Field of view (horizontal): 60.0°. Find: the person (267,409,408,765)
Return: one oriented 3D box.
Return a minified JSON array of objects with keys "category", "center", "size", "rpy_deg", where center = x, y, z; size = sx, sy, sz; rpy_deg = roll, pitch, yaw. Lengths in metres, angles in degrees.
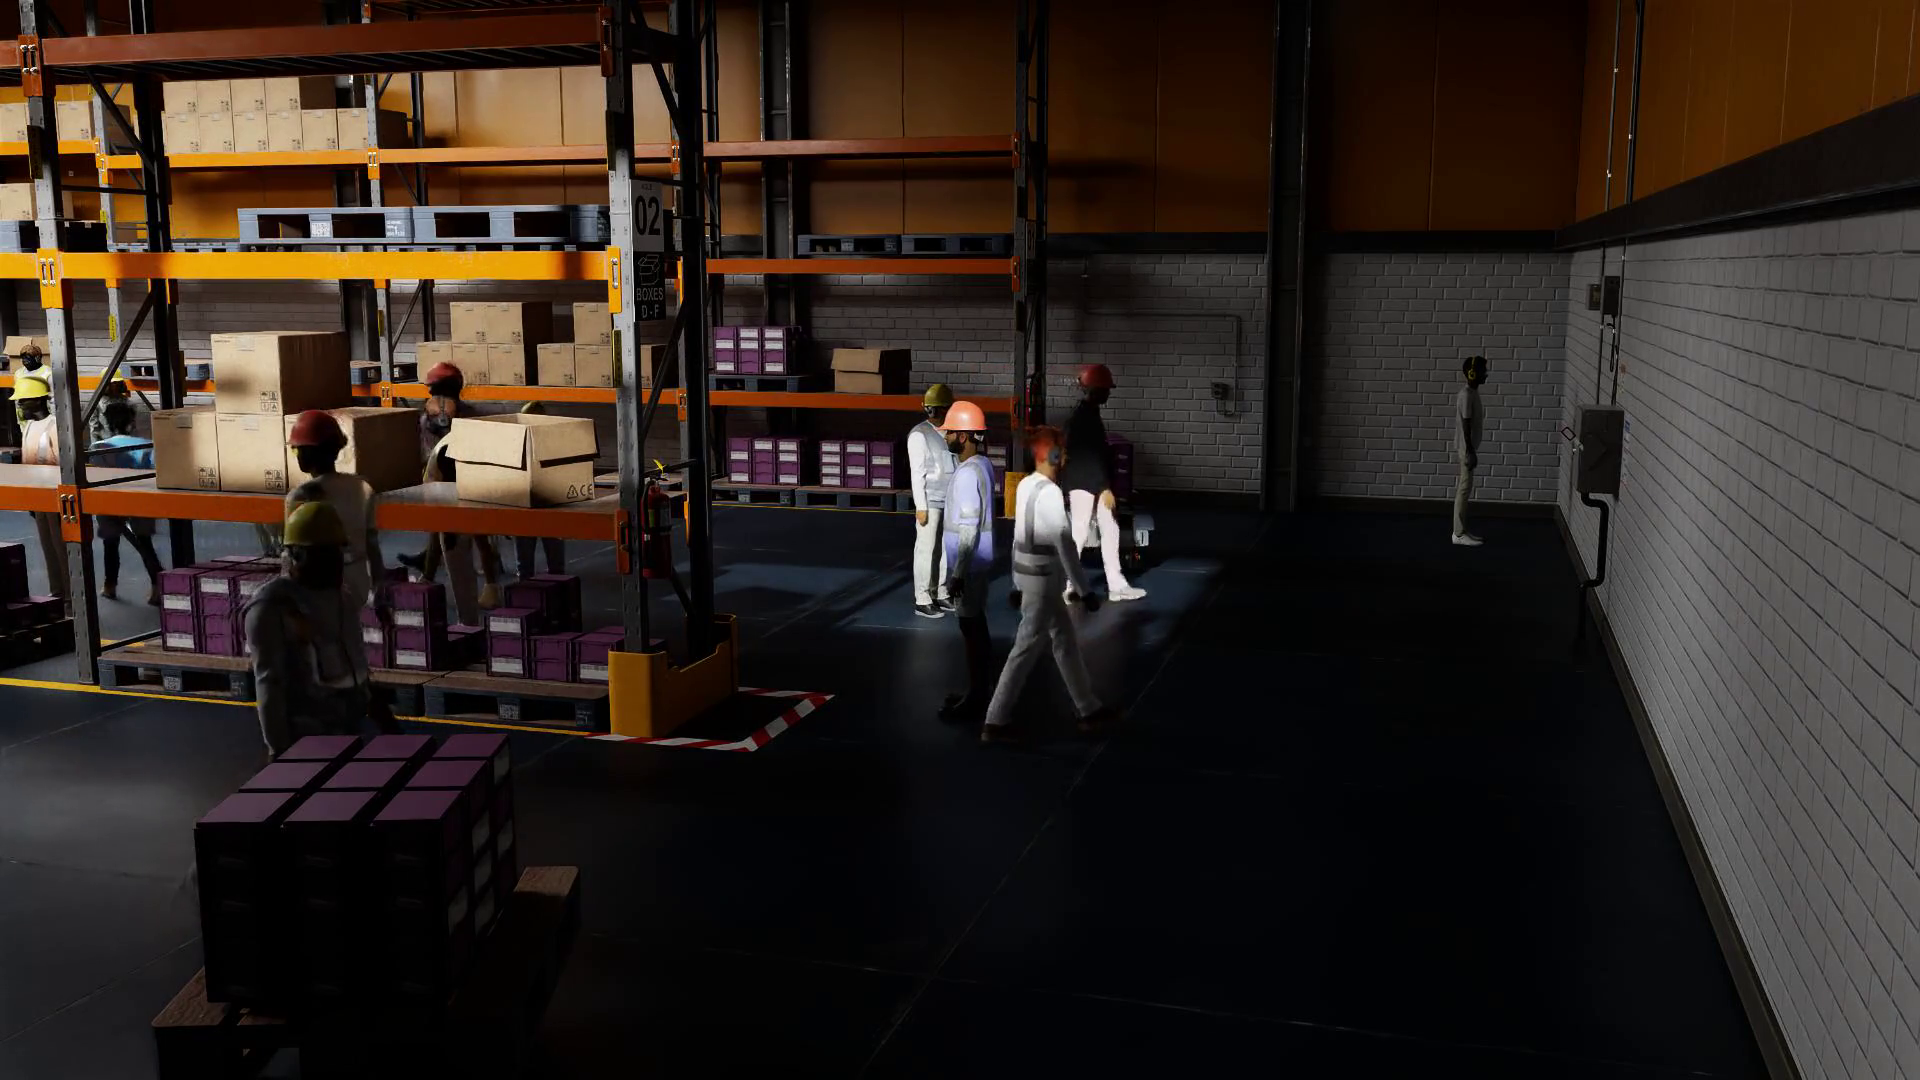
[{"category":"person","center":[-3.286,0.305,8.848],"size":[1.028,2.004,0.634],"rpy_deg":[3,10,15]}]

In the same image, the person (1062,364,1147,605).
[{"category":"person","center":[1.175,-0.430,13.414],"size":[0.801,1.967,0.622],"rpy_deg":[2,10,13]}]

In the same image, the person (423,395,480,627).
[{"category":"person","center":[-3.653,-0.124,11.963],"size":[0.430,1.835,0.619],"rpy_deg":[-3,10,-16]}]

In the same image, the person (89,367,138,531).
[{"category":"person","center":[-8.576,-0.895,16.924],"size":[0.309,1.744,0.485],"rpy_deg":[7,12,37]}]

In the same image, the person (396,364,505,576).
[{"category":"person","center":[-4.528,-0.605,14.722],"size":[0.985,1.883,0.549],"rpy_deg":[-1,9,-8]}]

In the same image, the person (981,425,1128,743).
[{"category":"person","center":[0.531,0.261,9.628],"size":[0.934,1.838,0.571],"rpy_deg":[-1,9,-8]}]

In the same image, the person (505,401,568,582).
[{"category":"person","center":[-3.102,-0.137,12.224],"size":[0.525,1.772,0.309],"rpy_deg":[-2,10,-12]}]

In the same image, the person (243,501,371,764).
[{"category":"person","center":[-2.655,0.736,6.767],"size":[0.639,1.814,0.604],"rpy_deg":[3,10,20]}]

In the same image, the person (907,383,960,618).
[{"category":"person","center":[-0.170,-0.316,13.117],"size":[0.404,1.835,0.586],"rpy_deg":[6,11,30]}]

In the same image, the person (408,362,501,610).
[{"category":"person","center":[-4.104,-0.440,13.425],"size":[1.073,1.974,0.607],"rpy_deg":[7,11,36]}]

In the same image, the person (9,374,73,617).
[{"category":"person","center":[-7.087,-0.329,12.923],"size":[0.590,1.923,0.383],"rpy_deg":[7,12,38]}]

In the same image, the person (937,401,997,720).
[{"category":"person","center":[0.036,0.125,10.112],"size":[0.359,1.939,0.542],"rpy_deg":[2,9,11]}]

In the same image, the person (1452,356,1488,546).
[{"category":"person","center":[5.062,-0.883,16.470],"size":[0.328,1.872,0.514],"rpy_deg":[3,10,17]}]

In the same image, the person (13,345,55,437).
[{"category":"person","center":[-10.932,-1.394,19.712],"size":[0.625,1.837,0.428],"rpy_deg":[3,10,19]}]

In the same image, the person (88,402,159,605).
[{"category":"person","center":[-6.787,-0.296,13.560],"size":[0.537,1.650,0.859],"rpy_deg":[-9,13,-43]}]

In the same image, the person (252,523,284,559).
[{"category":"person","center":[-5.509,-0.387,13.233],"size":[0.627,1.940,0.372],"rpy_deg":[9,13,44]}]
